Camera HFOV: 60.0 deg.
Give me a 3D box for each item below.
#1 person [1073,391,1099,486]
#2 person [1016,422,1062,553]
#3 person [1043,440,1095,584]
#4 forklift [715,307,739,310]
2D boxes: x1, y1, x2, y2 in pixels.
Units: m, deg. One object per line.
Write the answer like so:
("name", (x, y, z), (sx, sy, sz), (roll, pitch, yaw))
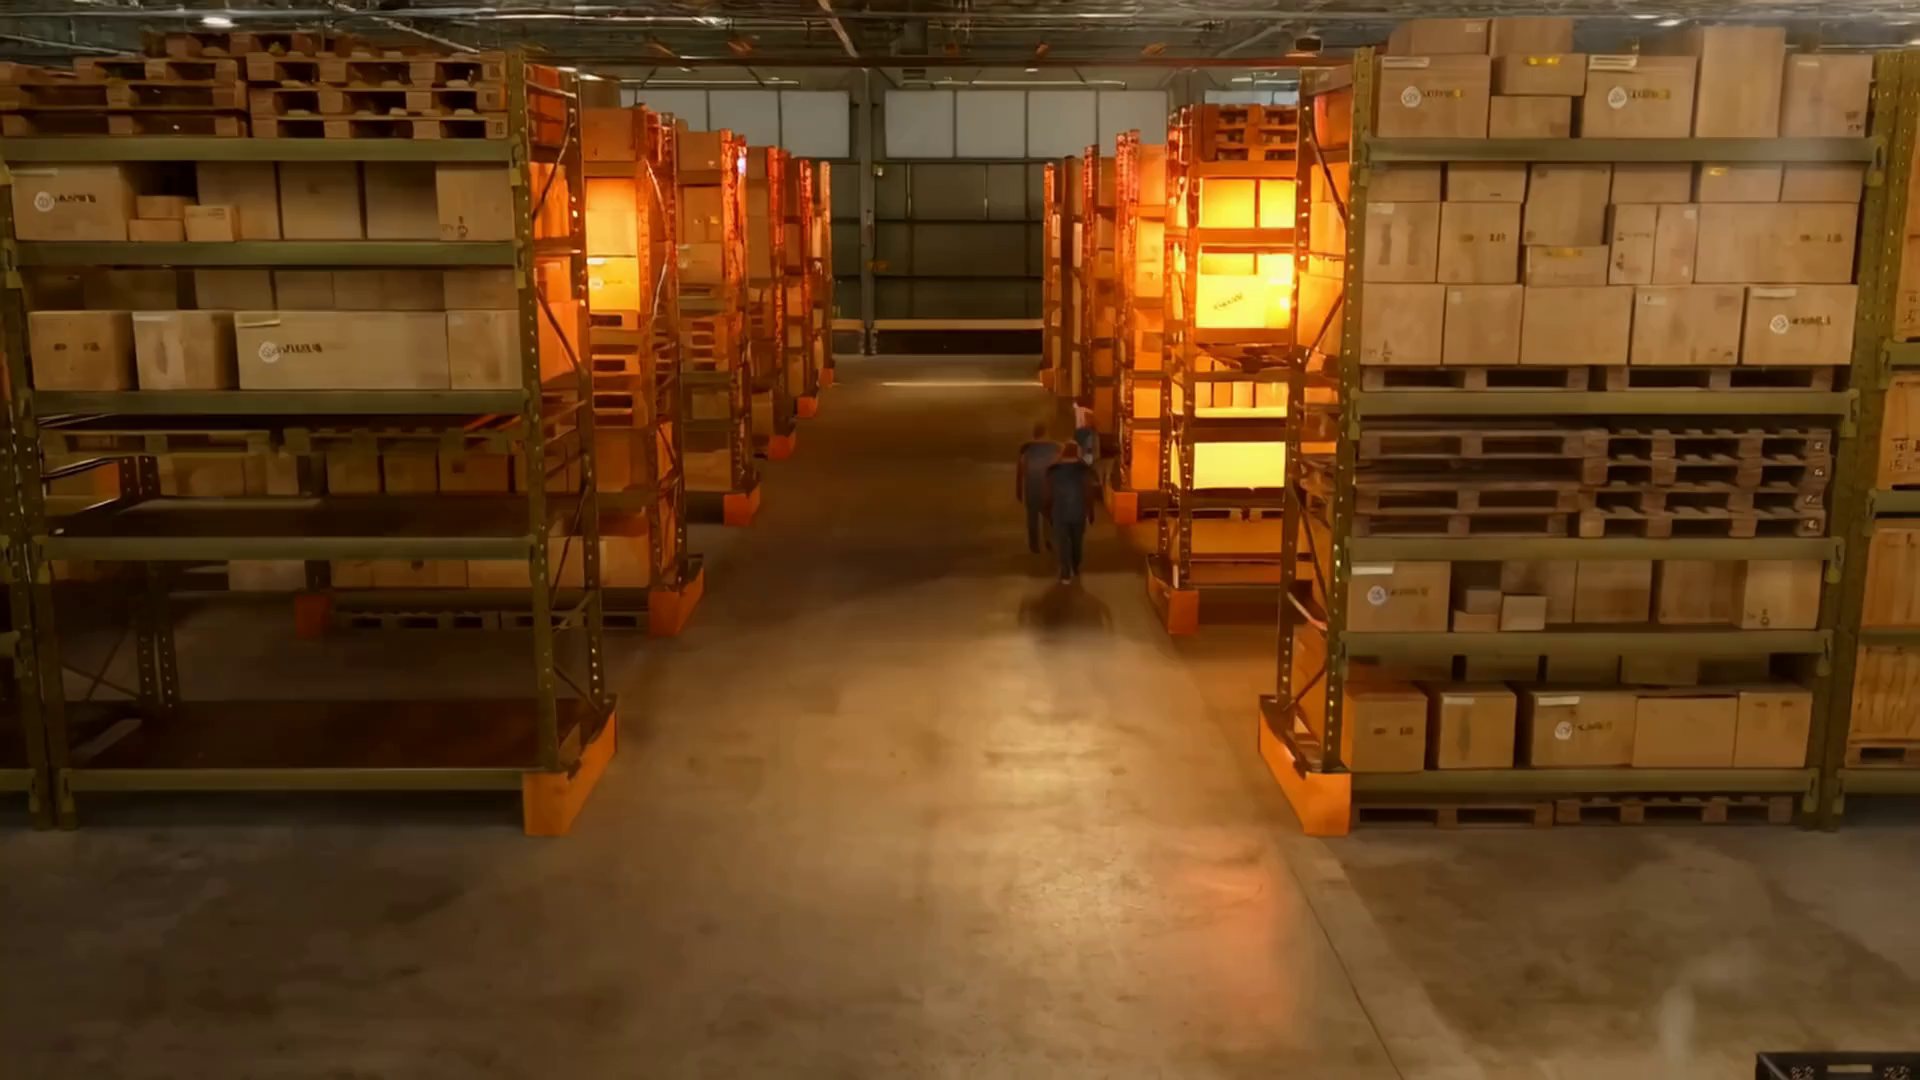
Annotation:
("person", (2.210, -1.802, 29.615), (0.355, 1.682, 0.561), (-5, 13, -25))
("person", (1.136, -0.761, 23.941), (0.670, 1.887, 0.452), (-1, 11, -5))
("person", (1.442, -0.402, 22.178), (0.680, 1.872, 0.863), (0, 11, 0))
("forklift", (-5.078, -3.757, 36.322), (1.873, 2.768, 1.129), (0, 11, -1))
